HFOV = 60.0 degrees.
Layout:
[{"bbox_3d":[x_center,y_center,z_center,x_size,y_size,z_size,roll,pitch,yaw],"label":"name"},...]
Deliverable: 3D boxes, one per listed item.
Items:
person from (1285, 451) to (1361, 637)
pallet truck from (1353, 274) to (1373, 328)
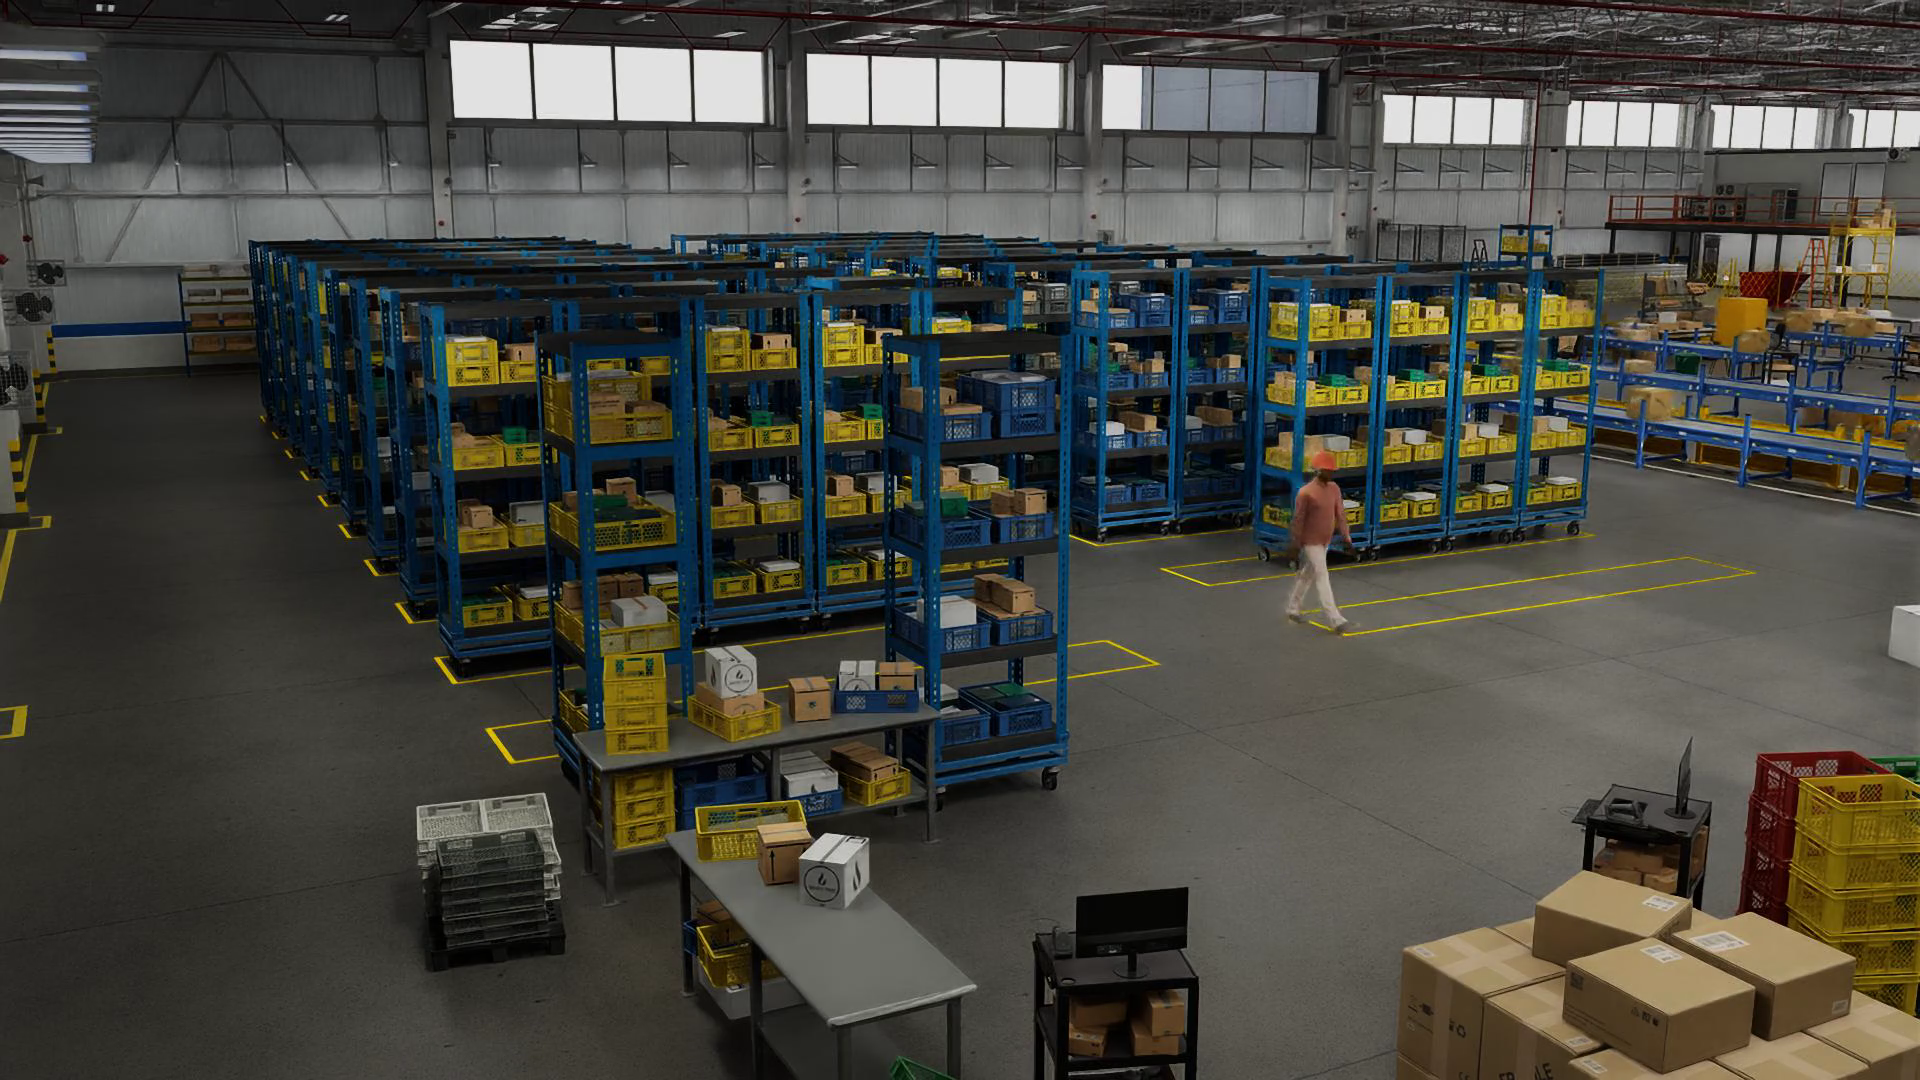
[{"bbox_3d":[3.857,0.027,17.585,0.607,1.933,1.034,-11,16,-42],"label":"person"},{"bbox_3d":[13.011,-8.050,55.243,0.823,1.965,1.885,-7,14,-28],"label":"pallet truck"}]
